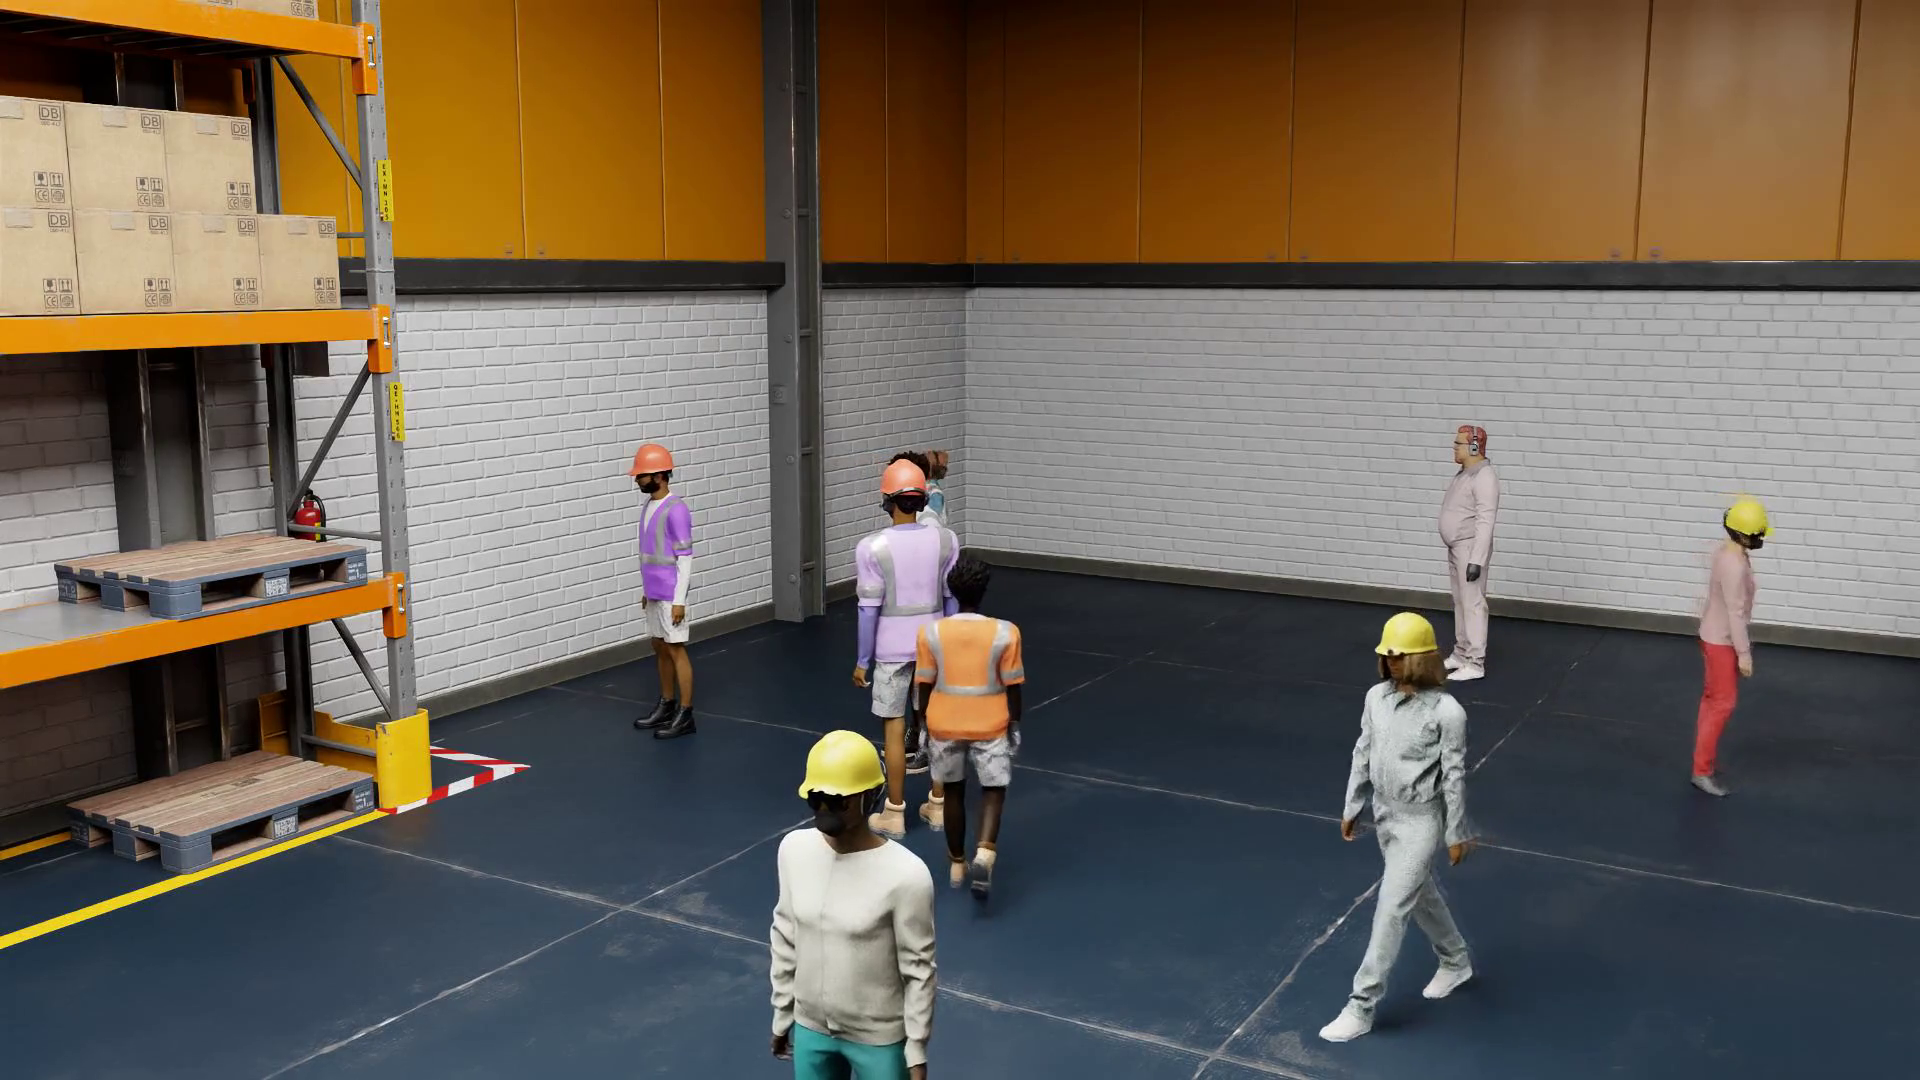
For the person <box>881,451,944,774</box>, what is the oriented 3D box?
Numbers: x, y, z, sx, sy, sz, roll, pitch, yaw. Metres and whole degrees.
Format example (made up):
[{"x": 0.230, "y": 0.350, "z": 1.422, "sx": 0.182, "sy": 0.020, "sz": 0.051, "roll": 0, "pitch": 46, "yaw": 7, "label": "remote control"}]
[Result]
[{"x": -0.279, "y": 0.432, "z": 10.152, "sx": 0.361, "sy": 1.964, "sz": 0.617, "roll": -3, "pitch": 9, "yaw": -16, "label": "person"}]

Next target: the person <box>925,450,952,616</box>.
[{"x": -0.216, "y": 0.098, "z": 13.303, "sx": 0.432, "sy": 1.624, "sz": 0.515, "roll": -4, "pitch": 10, "yaw": -22, "label": "person"}]

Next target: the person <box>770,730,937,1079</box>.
[{"x": -0.317, "y": 1.399, "z": 4.744, "sx": 0.524, "sy": 1.769, "sz": 0.325, "roll": 5, "pitch": 10, "yaw": 28, "label": "person"}]

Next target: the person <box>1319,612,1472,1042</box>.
[{"x": 1.815, "y": 1.115, "z": 6.735, "sx": 0.910, "sy": 1.697, "sz": 0.502, "roll": -5, "pitch": 11, "yaw": -30, "label": "person"}]

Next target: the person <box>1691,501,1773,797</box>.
[{"x": 4.533, "y": 0.611, "z": 9.799, "sx": 0.337, "sy": 1.730, "sz": 0.640, "roll": 3, "pitch": 10, "yaw": 20, "label": "person"}]

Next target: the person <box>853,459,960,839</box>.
[{"x": -0.294, "y": 0.585, "z": 8.957, "sx": 0.605, "sy": 2.045, "sz": 0.379, "roll": -5, "pitch": 10, "yaw": -26, "label": "person"}]

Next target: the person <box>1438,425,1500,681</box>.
[{"x": 3.782, "y": 0.094, "z": 12.451, "sx": 0.407, "sy": 1.910, "sz": 0.639, "roll": 0, "pitch": 9, "yaw": 3, "label": "person"}]

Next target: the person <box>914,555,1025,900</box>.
[{"x": 0.040, "y": 0.918, "z": 8.027, "sx": 0.538, "sy": 1.683, "sz": 0.611, "roll": 1, "pitch": 9, "yaw": 6, "label": "person"}]

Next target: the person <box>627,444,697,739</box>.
[{"x": -1.957, "y": 0.332, "z": 10.874, "sx": 0.373, "sy": 1.933, "sz": 0.550, "roll": -6, "pitch": 11, "yaw": -34, "label": "person"}]
